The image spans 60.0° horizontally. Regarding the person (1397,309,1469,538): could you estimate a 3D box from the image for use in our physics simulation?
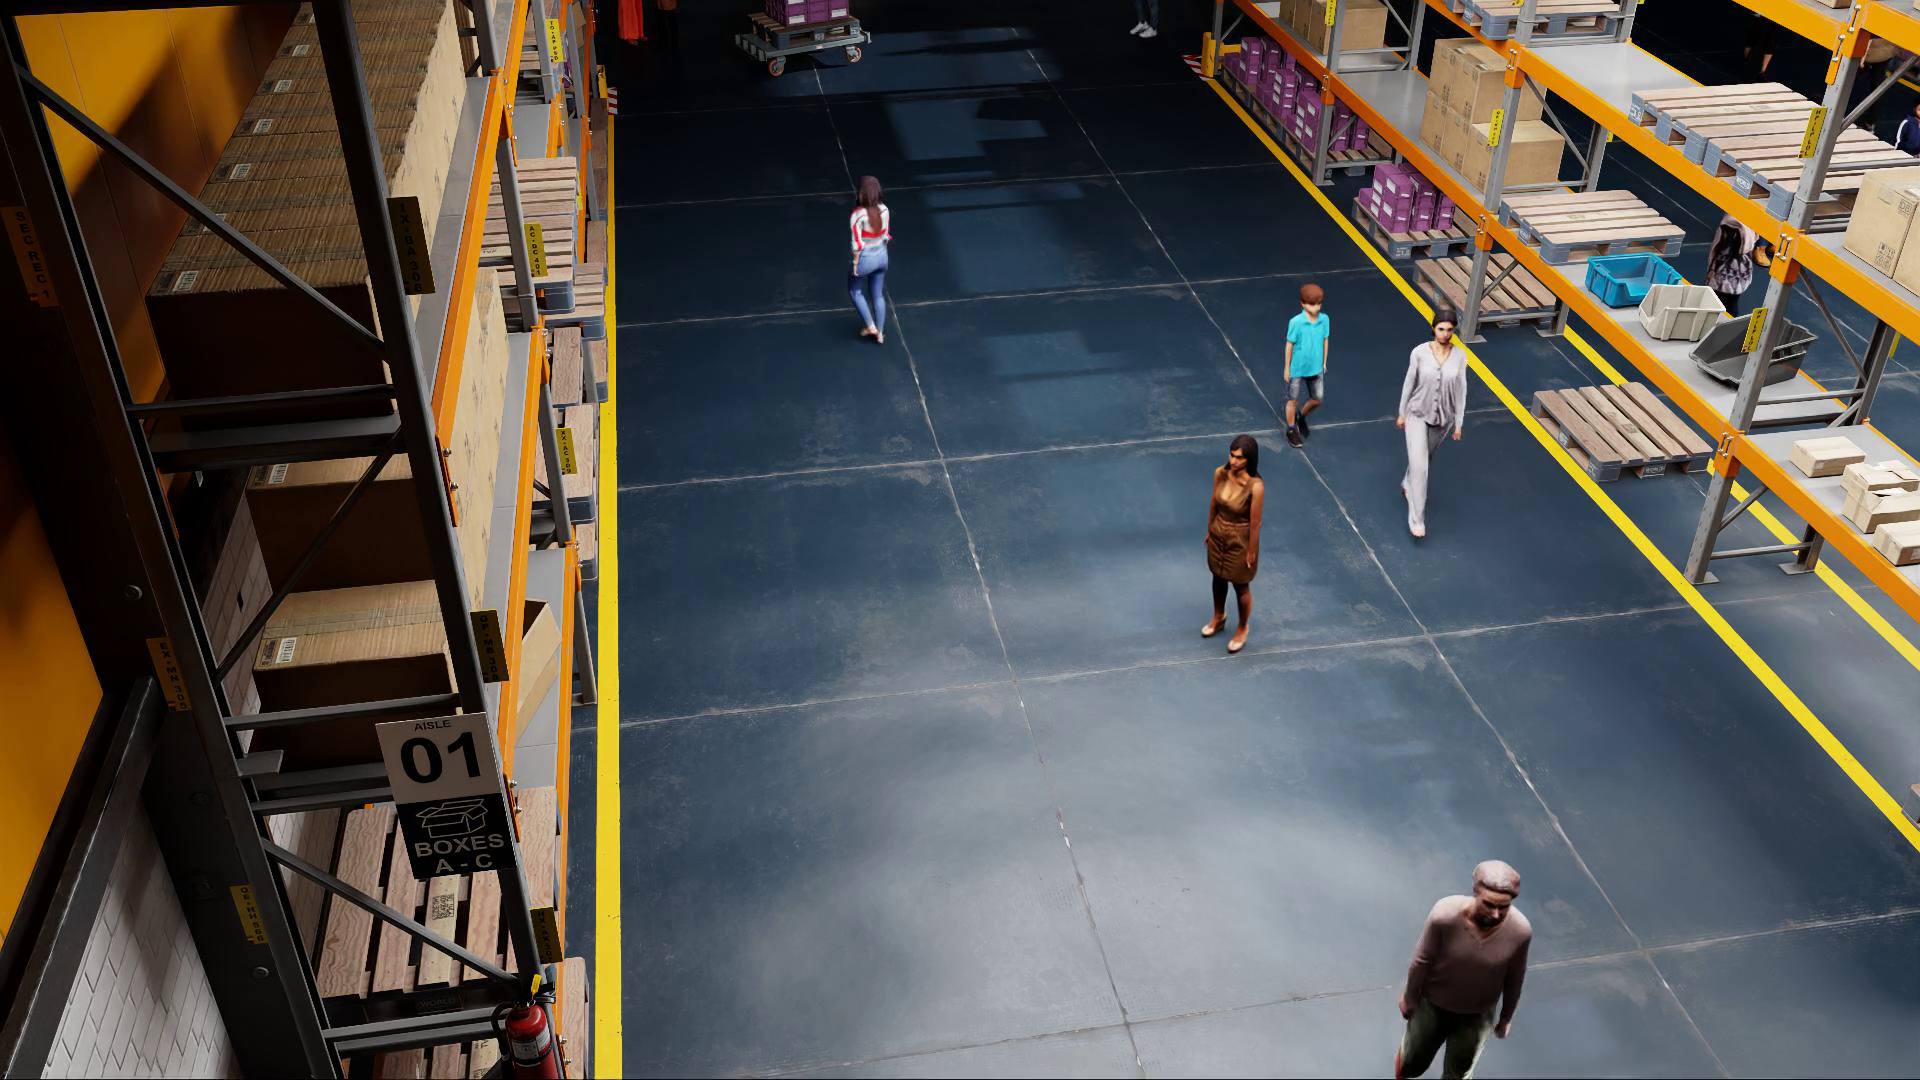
[{"bbox_3d":[3.591,-0.969,12.752,0.788,1.723,1.150,2,34,3],"label":"person"}]

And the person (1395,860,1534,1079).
[{"bbox_3d":[2.355,2.154,7.930,0.895,1.859,1.043,7,34,11],"label":"person"}]

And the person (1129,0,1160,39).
[{"bbox_3d":[2.730,-7.904,23.056,0.867,1.865,0.749,-18,38,-25],"label":"person"}]

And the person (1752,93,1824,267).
[{"bbox_3d":[8.365,-3.637,16.743,0.767,1.747,0.742,-17,37,-24],"label":"person"}]

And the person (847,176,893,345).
[{"bbox_3d":[-0.778,-2.526,15.202,0.694,1.602,0.700,-22,39,-29],"label":"person"}]

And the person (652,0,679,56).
[{"bbox_3d":[-4.034,-7.480,22.551,0.776,1.719,0.822,19,38,26],"label":"person"}]

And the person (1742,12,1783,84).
[{"bbox_3d":[10.474,-6.774,21.406,0.962,1.810,1.240,9,35,13],"label":"person"}]

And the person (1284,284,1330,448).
[{"bbox_3d":[2.833,-1.482,13.774,0.542,1.444,0.548,-7,34,-10],"label":"person"}]

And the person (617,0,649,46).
[{"bbox_3d":[-4.561,-7.766,22.906,0.792,1.802,0.709,16,37,23],"label":"person"}]

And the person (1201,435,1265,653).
[{"bbox_3d":[1.859,0.017,11.303,0.701,1.683,0.607,-27,42,-35],"label":"person"}]

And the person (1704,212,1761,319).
[{"bbox_3d":[7.006,-2.471,15.095,0.717,1.630,0.732,-18,38,-25],"label":"person"}]
